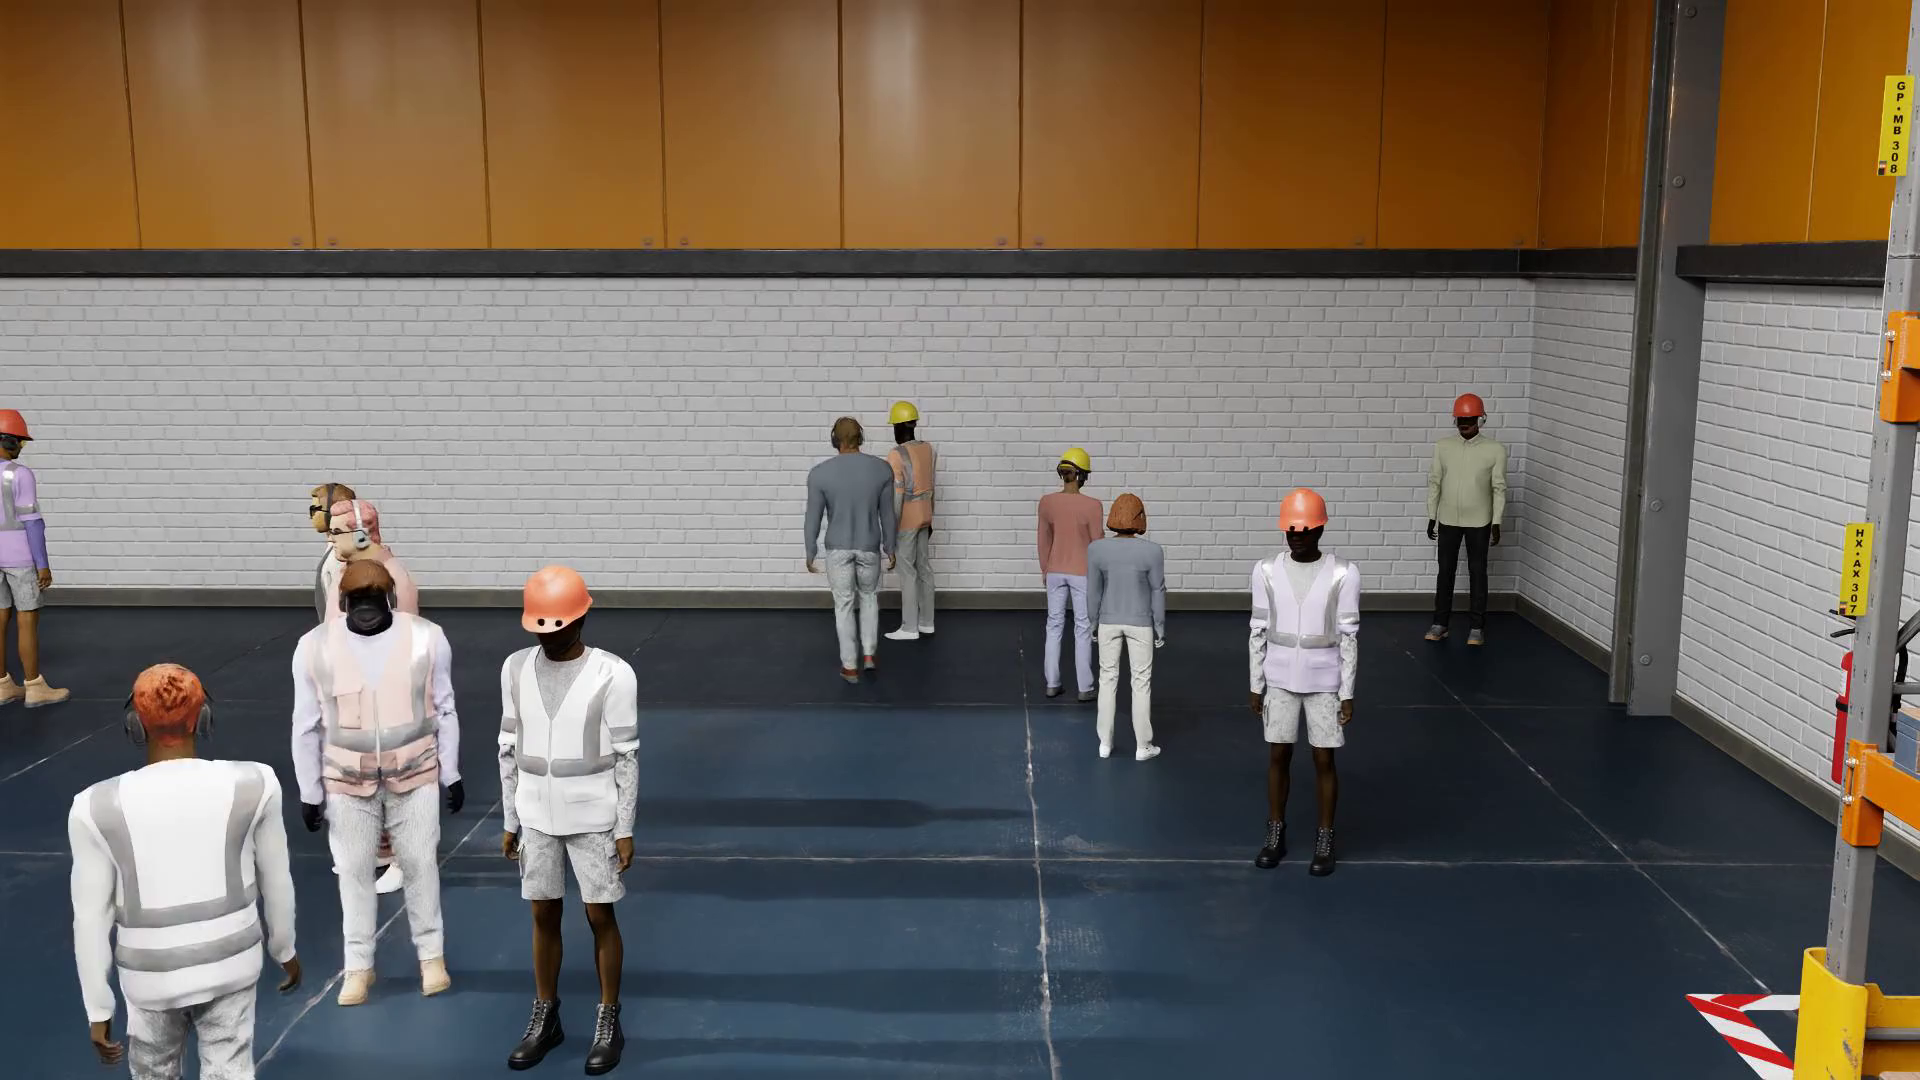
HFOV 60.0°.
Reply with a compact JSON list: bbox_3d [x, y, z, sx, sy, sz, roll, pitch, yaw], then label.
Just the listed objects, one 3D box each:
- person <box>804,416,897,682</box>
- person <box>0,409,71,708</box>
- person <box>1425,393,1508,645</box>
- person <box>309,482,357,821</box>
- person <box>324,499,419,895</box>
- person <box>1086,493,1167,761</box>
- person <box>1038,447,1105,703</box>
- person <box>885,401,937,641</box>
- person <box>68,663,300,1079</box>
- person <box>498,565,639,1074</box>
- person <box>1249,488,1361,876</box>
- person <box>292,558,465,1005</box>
[{"bbox_3d":[-0.801,0.065,12.008,0.662,1.928,0.465,-3,10,-15],"label":"person"},{"bbox_3d":[-6.446,0.127,11.337,0.605,2.033,0.392,3,10,17],"label":"person"},{"bbox_3d":[4.006,-0.167,13.208,0.614,1.994,0.381,6,11,30],"label":"person"},{"bbox_3d":[-3.338,0.602,9.050,0.348,1.847,0.505,-2,10,-10],"label":"person"},{"bbox_3d":[-2.851,0.746,8.011,0.401,1.904,0.651,-9,13,-42],"label":"person"},{"bbox_3d":[1.012,0.528,10.126,0.499,1.634,0.278,4,10,21],"label":"person"},{"bbox_3d":[0.782,0.241,11.475,0.522,1.761,0.321,6,11,32],"label":"person"},{"bbox_3d":[-0.420,-0.152,13.333,0.385,1.922,0.594,6,11,32],"label":"person"},{"bbox_3d":[-2.276,1.281,4.940,0.586,1.865,0.526,-4,10,-24],"label":"person"},{"bbox_3d":[-1.466,1.037,6.199,0.543,1.928,0.370,2,10,10],"label":"person"},{"bbox_3d":[1.687,0.699,8.224,0.542,1.933,0.383,4,10,23],"label":"person"},{"bbox_3d":[-2.382,0.978,6.817,0.664,1.841,0.429,-3,10,-18],"label":"person"}]
